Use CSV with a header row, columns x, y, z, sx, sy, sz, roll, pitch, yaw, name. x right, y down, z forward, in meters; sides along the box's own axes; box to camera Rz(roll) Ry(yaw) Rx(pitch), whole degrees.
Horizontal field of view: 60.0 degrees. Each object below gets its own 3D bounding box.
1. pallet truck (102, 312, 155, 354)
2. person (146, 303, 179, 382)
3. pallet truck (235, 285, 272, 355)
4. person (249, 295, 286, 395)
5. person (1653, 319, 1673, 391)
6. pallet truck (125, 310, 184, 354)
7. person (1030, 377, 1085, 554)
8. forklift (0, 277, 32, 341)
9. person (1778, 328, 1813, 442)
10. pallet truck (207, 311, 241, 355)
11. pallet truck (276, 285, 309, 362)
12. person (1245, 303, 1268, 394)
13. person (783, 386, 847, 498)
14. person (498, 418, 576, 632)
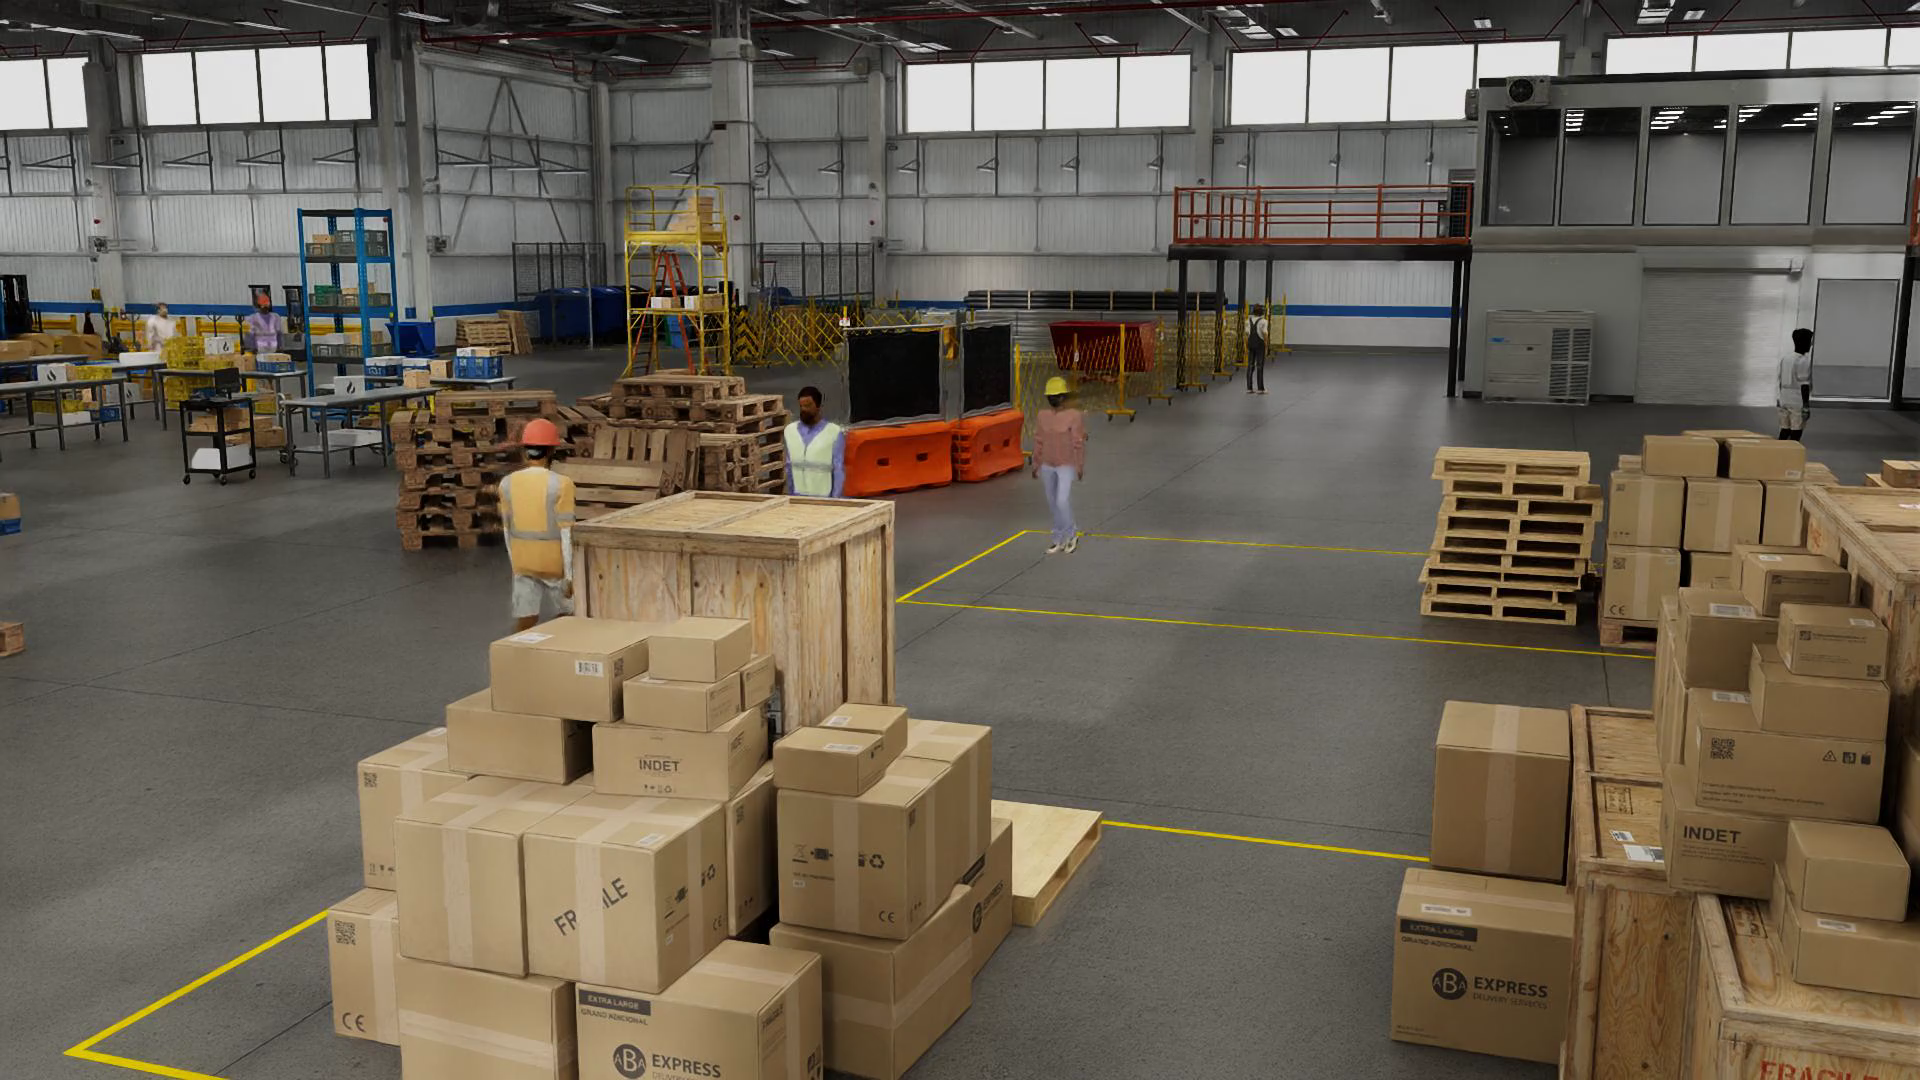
x,y,z,sx,sy,sz,roll,pitch,yaw,name
-23.057,-5.777,46.261,0.680,1.201,1.601,3,11,19,pallet truck
-16.429,-3.965,34.287,0.993,1.865,0.655,5,11,27,person
-18.327,-5.835,44.421,0.823,1.965,1.885,4,11,23,pallet truck
-13.988,-3.933,33.656,0.613,2.019,0.711,-9,13,-40,person
14.332,-3.907,33.809,0.639,1.902,0.407,0,10,-2,person
-22.038,-5.665,45.457,0.704,1.261,1.522,3,11,17,pallet truck
0.958,-0.720,16.308,0.524,1.755,0.400,8,13,36,person
-27.151,-6.329,46.328,1.157,1.987,2.680,3,11,17,forklift
10.872,-1.774,21.636,0.367,1.966,0.605,-1,10,-3,person
-19.537,-5.575,44.913,0.653,1.274,1.630,3,11,19,pallet truck
-17.147,-5.700,43.663,0.823,1.965,1.885,3,11,17,pallet truck
6.050,-3.889,33.891,0.504,1.847,0.344,8,13,39,person
-1.231,-0.349,13.895,0.616,1.861,0.990,5,11,24,person
-2.698,0.151,10.950,0.560,1.899,0.913,2,10,12,person
